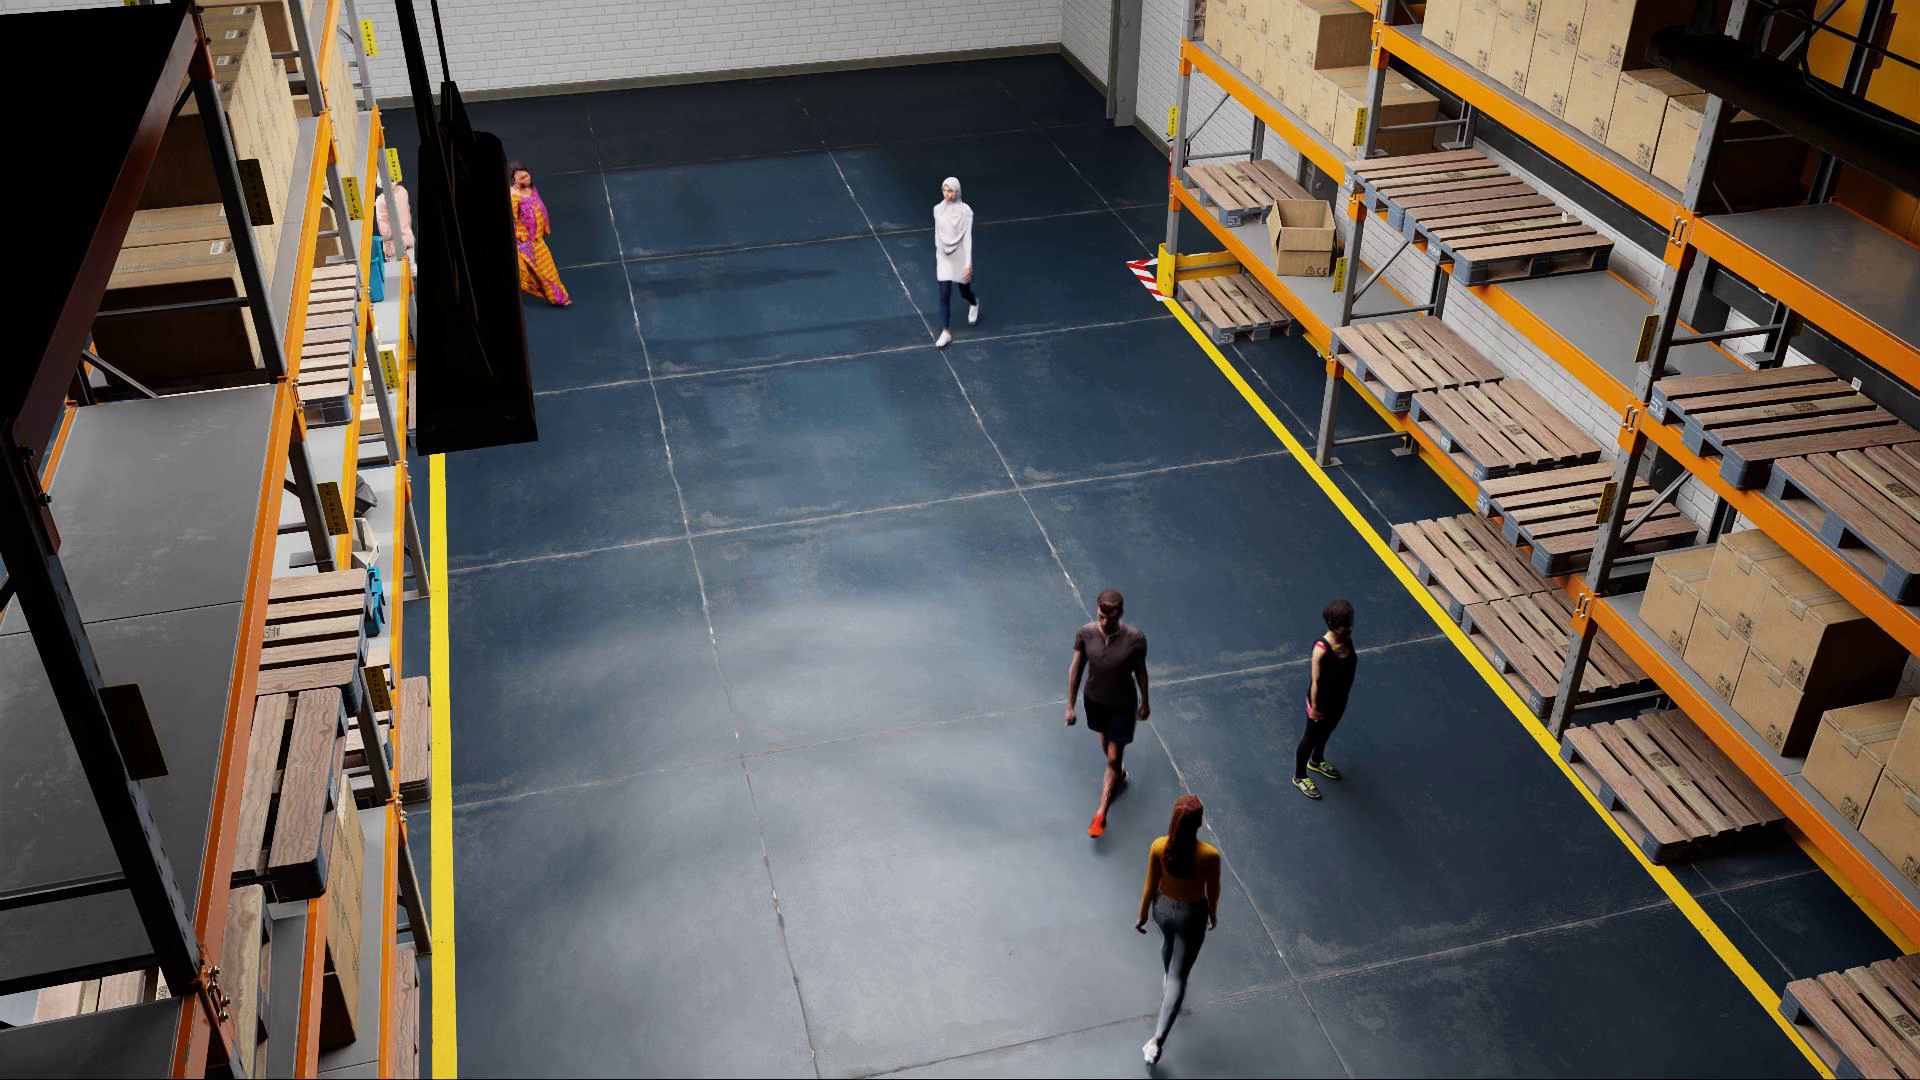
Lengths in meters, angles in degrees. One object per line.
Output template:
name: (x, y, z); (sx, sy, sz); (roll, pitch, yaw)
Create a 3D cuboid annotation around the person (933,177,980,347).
person: (-0.012, -2.924, 17.262); (1.020, 1.752, 1.153); (13, 36, 19)

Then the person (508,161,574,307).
person: (-4.711, -3.315, 17.931); (1.109, 1.662, 1.196); (9, 35, 13)

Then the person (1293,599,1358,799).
person: (2.533, 1.056, 11.455); (0.654, 1.552, 0.628); (27, 42, 34)

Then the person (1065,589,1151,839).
person: (1.051, 1.037, 11.239); (1.063, 1.822, 1.163); (14, 36, 20)

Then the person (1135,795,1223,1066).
person: (1.247, 2.237, 9.524); (1.062, 1.722, 1.230); (11, 35, 16)
